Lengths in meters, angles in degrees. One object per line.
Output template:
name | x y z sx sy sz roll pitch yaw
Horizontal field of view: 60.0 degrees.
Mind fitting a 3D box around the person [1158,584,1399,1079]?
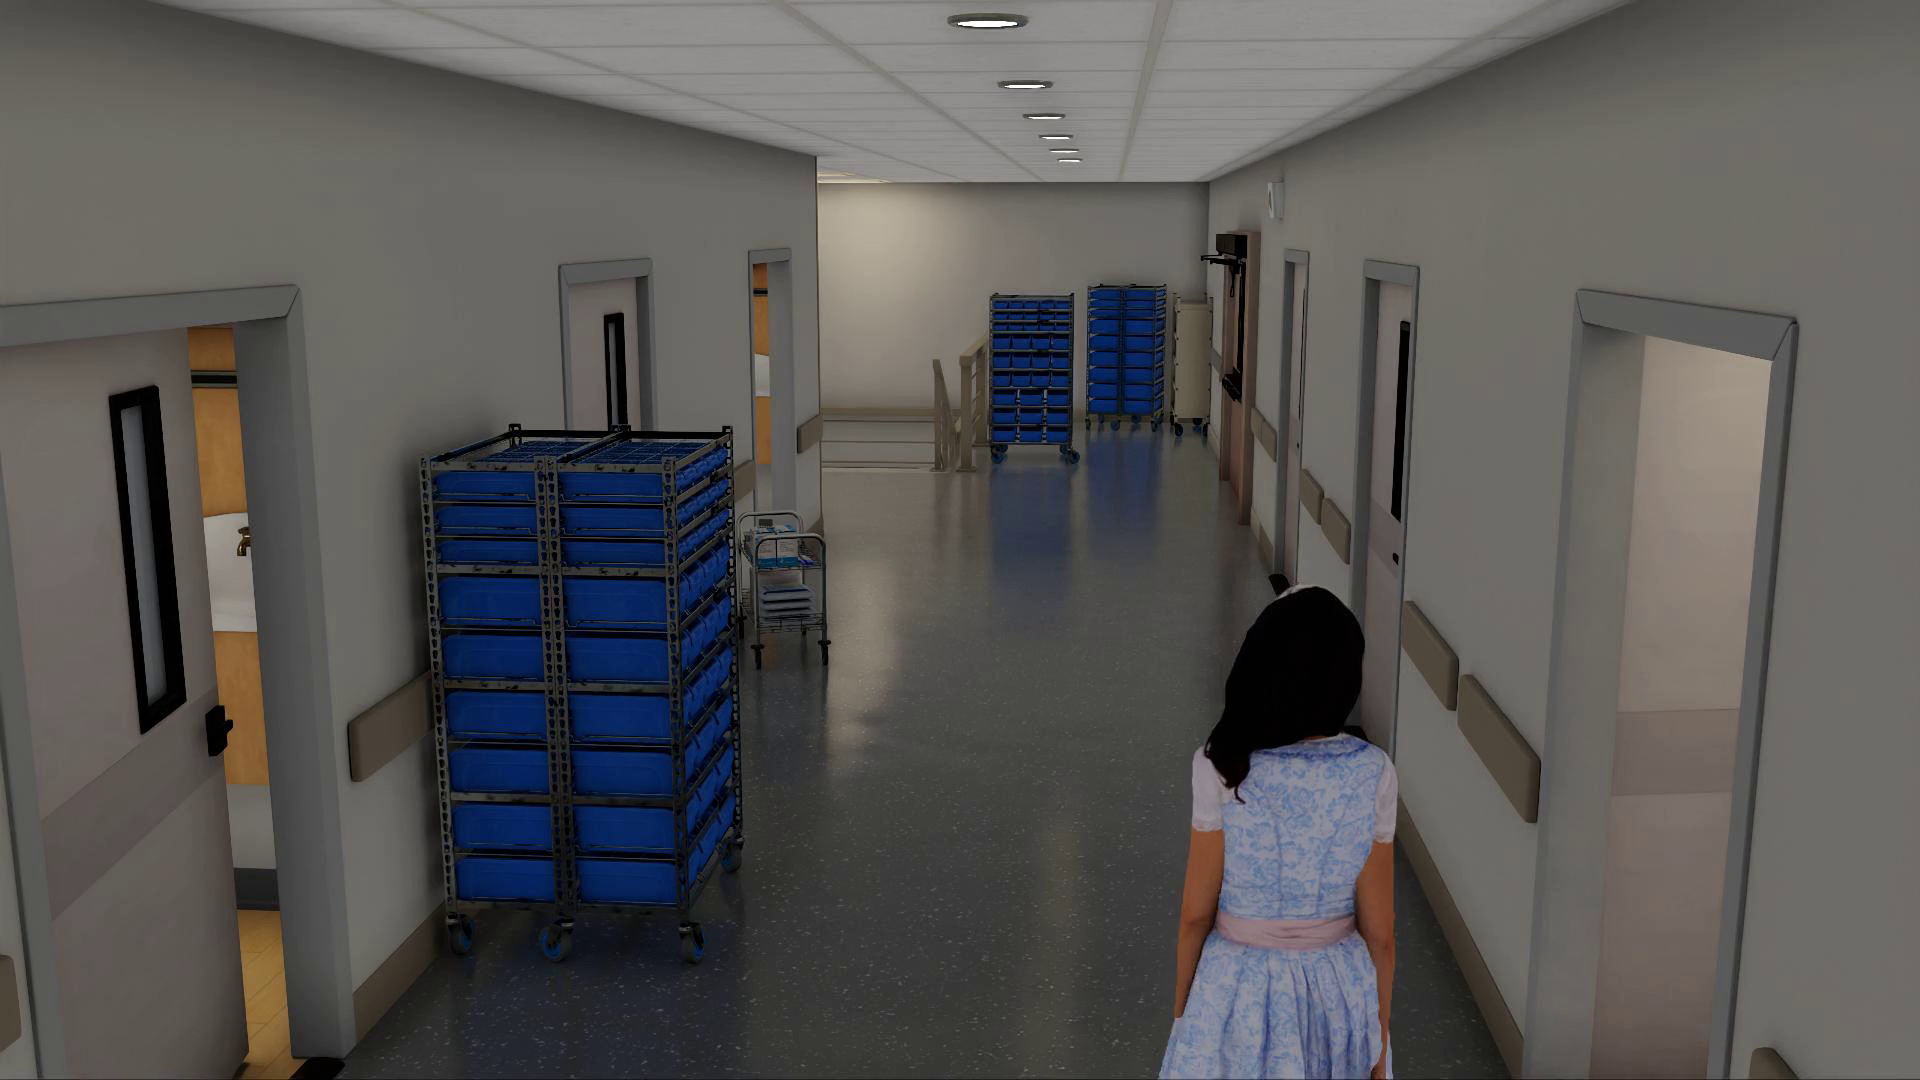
person | 0.609 1.009 3.115 0.712 1.792 1.145 0 11 1
